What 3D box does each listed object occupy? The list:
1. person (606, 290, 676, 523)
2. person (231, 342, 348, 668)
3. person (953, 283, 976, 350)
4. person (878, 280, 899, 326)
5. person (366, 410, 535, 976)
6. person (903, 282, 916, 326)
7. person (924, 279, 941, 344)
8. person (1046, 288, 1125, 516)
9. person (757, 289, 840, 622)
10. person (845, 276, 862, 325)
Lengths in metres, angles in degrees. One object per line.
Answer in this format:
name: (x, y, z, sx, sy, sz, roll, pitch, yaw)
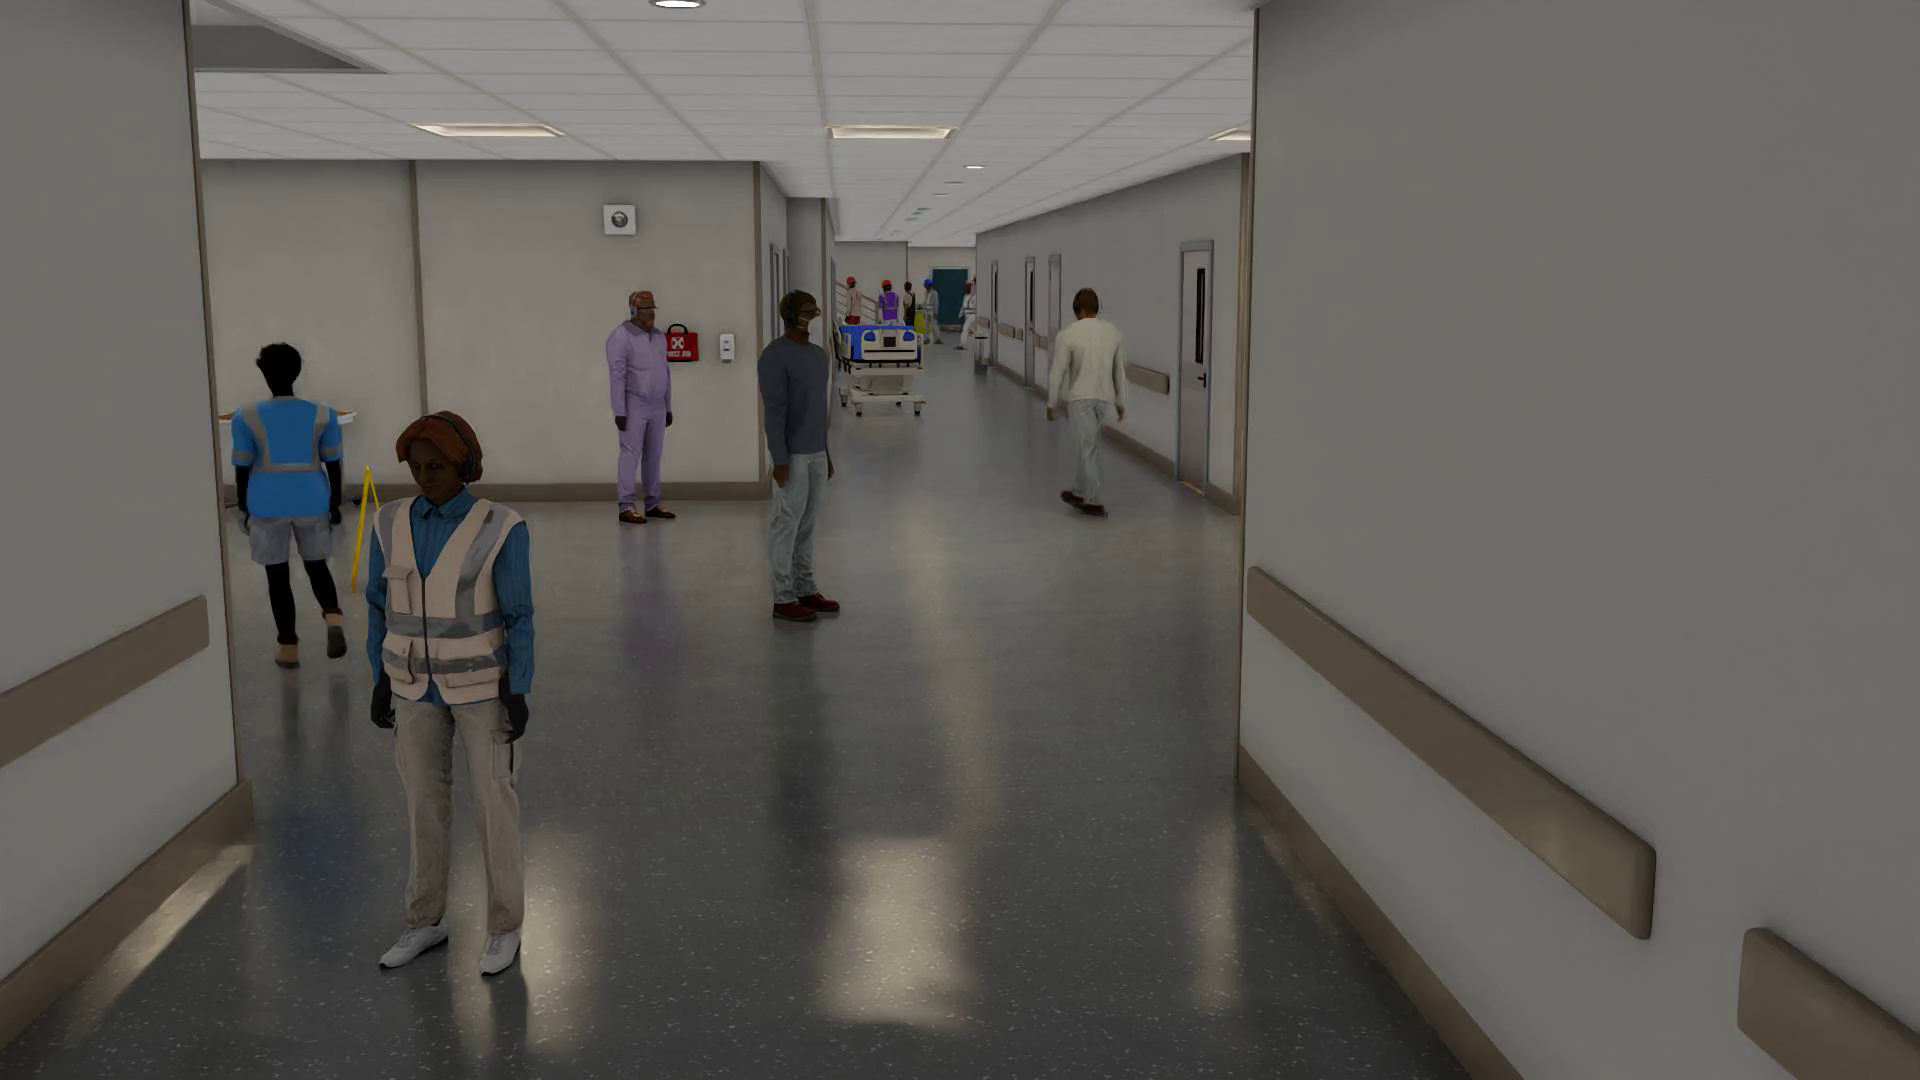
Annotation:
person: (-2.594, -1.090, 13.657, 0.399, 1.899, 0.648, 6, 11, 32)
person: (-3.402, -0.161, 8.476, 0.534, 1.684, 0.444, -7, 11, -36)
person: (0.325, -6.054, 45.056, 1.025, 1.837, 0.576, -3, 9, -17)
person: (-1.812, -5.588, 41.837, 0.560, 1.908, 0.446, -5, 10, -26)
person: (-1.473, 0.444, 4.828, 0.514, 1.640, 0.310, 2, 9, 12)
person: (-1.397, -6.218, 46.026, 0.338, 1.838, 0.514, 5, 10, 30)
person: (-0.862, -6.681, 48.670, 0.454, 1.947, 0.622, -7, 12, -38)
person: (1.007, -1.180, 14.169, 0.662, 1.905, 0.885, -5, 10, -30)
person: (-0.941, -0.499, 9.812, 0.372, 1.940, 0.632, 4, 10, 23)
person: (-2.796, -5.863, 43.333, 0.392, 1.988, 0.609, 6, 11, 33)
